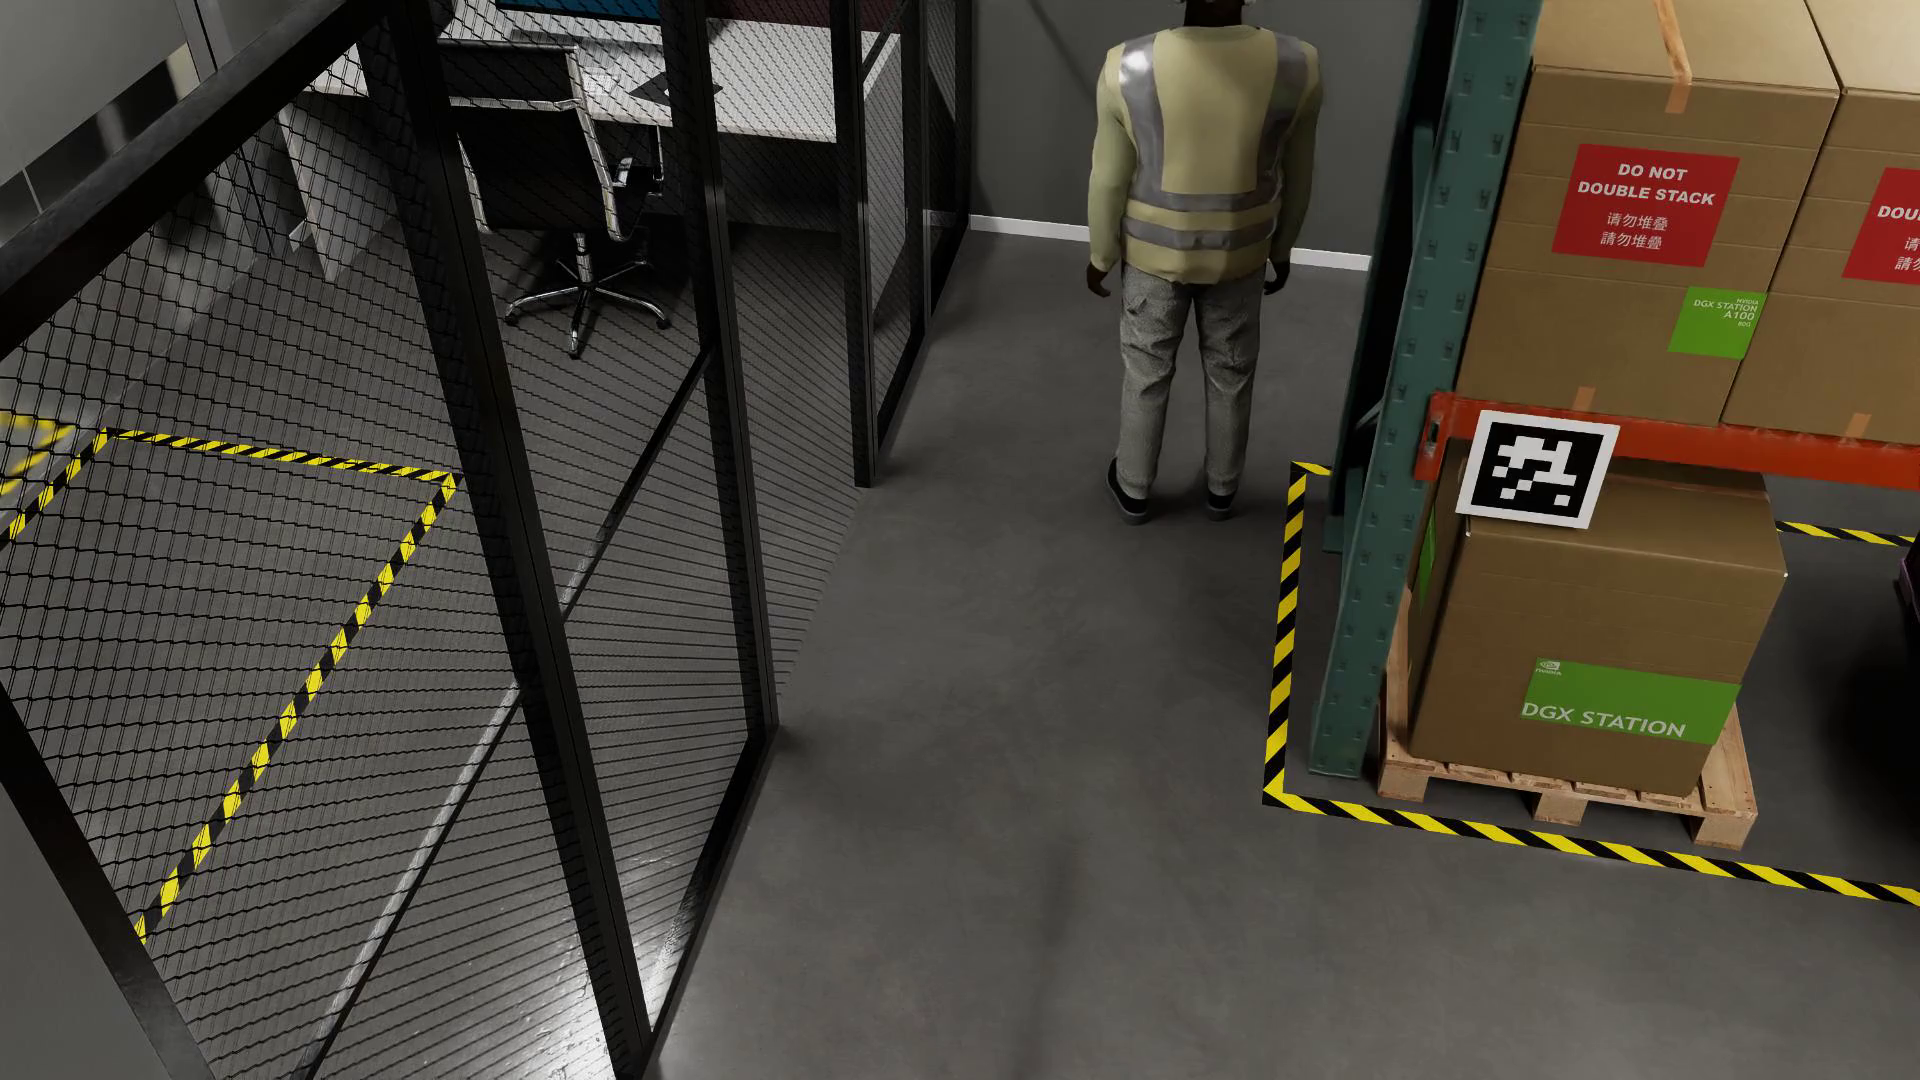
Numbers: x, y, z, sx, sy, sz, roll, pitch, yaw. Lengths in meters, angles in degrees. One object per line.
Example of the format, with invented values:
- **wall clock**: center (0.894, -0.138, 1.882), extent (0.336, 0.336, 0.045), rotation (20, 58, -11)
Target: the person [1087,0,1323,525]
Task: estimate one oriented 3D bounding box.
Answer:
- **person**: center (0.634, -0.816, 4.526), extent (0.587, 1.821, 0.404), rotation (0, 41, 1)
